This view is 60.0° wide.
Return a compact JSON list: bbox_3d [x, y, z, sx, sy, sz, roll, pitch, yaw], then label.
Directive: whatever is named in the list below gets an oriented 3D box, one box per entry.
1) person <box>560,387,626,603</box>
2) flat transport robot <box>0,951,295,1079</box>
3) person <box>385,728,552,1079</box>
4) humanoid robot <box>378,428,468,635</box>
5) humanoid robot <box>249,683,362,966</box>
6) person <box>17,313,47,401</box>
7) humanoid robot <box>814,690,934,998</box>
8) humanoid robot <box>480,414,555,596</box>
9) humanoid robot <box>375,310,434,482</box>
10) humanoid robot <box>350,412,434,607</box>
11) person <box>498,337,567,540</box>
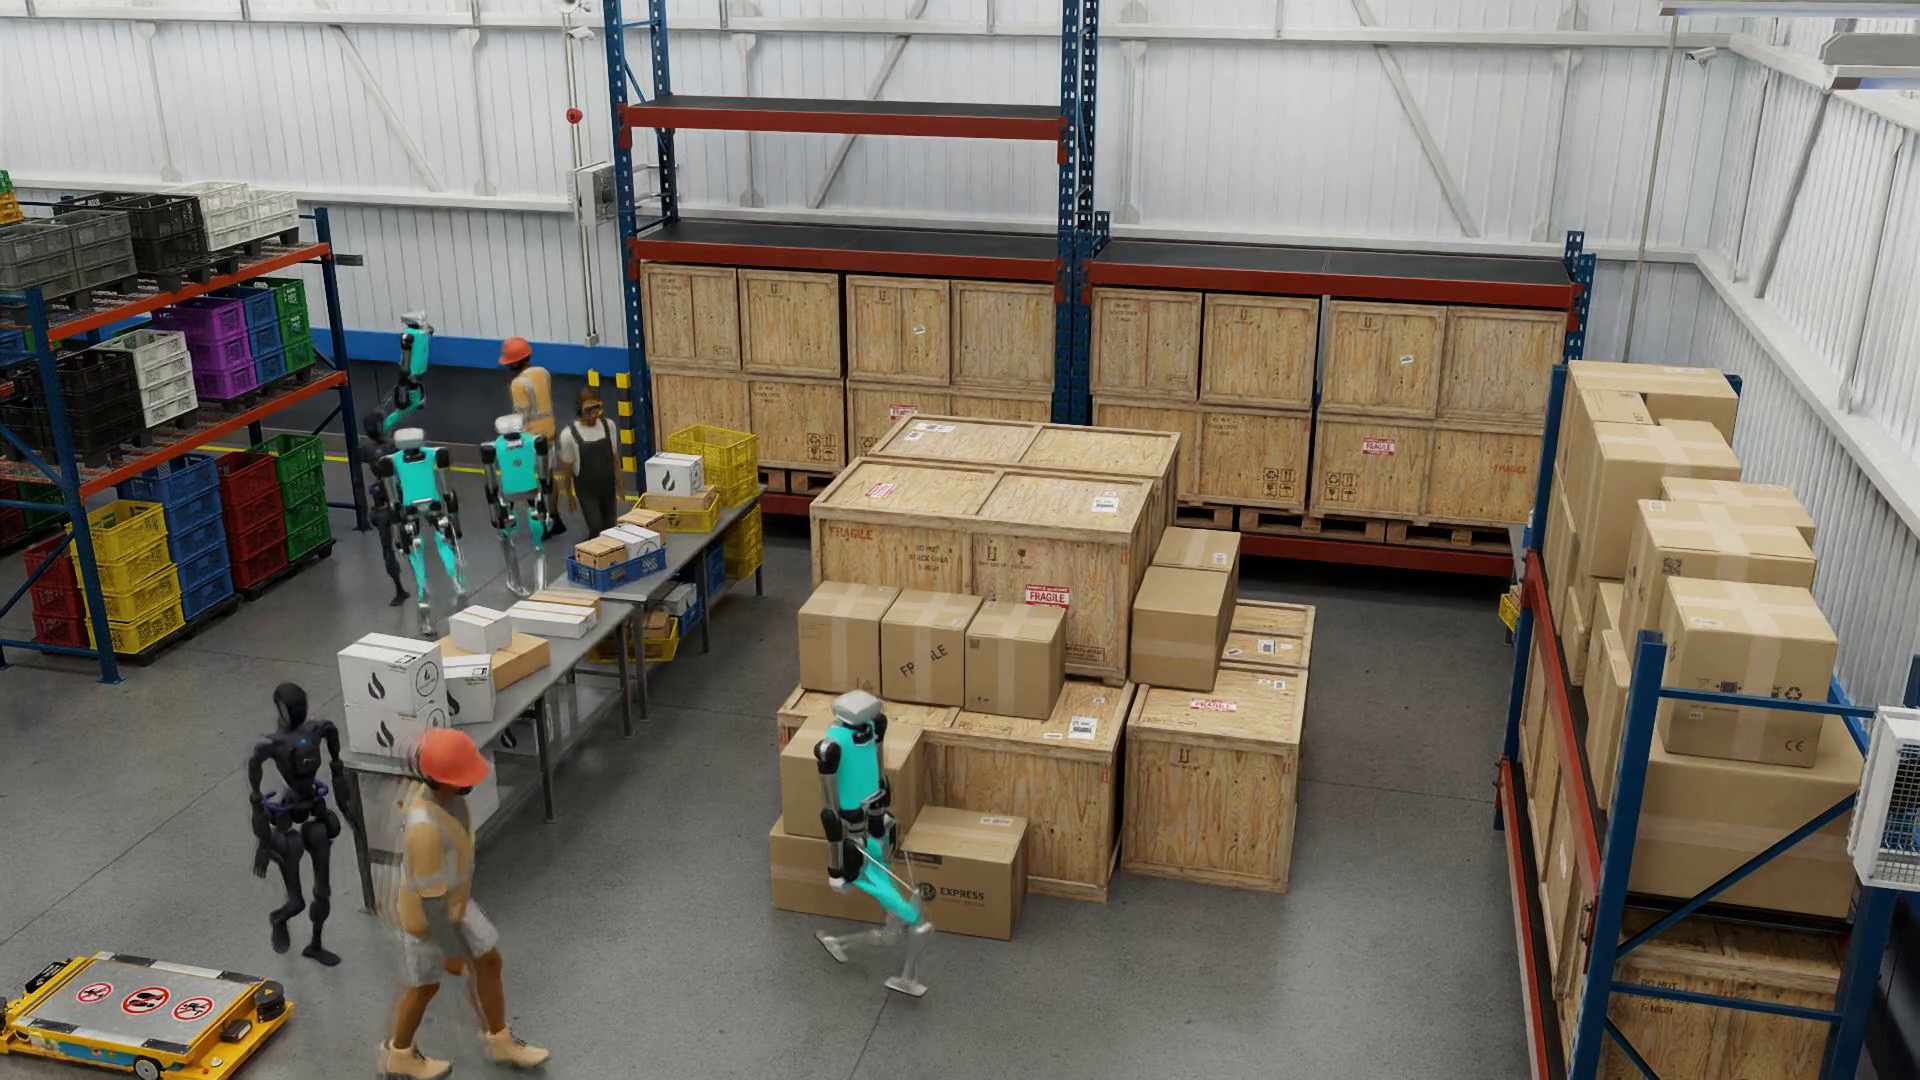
[{"bbox_3d":[-3.087,-0.420,13.978,0.513,1.822,0.796,-18,28,-39],"label":"person"},{"bbox_3d":[-4.270,2.464,8.601,1.431,0.231,0.659,5,22,13],"label":"flat transport robot"},{"bbox_3d":[-2.443,1.778,7.982,0.937,1.987,0.624,1,21,4],"label":"person"},{"bbox_3d":[-4.120,0.053,12.905,0.573,1.780,0.901,-9,23,-22],"label":"humanoid robot"},{"bbox_3d":[-3.619,1.535,9.078,0.448,1.644,0.612,15,26,34],"label":"humanoid robot"},{"bbox_3d":[-10.023,-1.936,17.921,0.566,1.835,0.384,-6,22,-15],"label":"person"},{"bbox_3d":[-0.399,1.642,8.686,1.009,1.737,0.553,12,24,29],"label":"humanoid robot"},{"bbox_3d":[-3.656,-0.263,13.741,0.539,1.765,0.982,-9,23,-21],"label":"humanoid robot"},{"bbox_3d":[-5.696,-1.433,16.745,0.848,1.776,0.616,3,21,9],"label":"humanoid robot"},{"bbox_3d":[-4.709,-0.299,13.924,0.631,1.648,0.673,0,21,0],"label":"humanoid robot"},{"bbox_3d":[-3.842,-0.954,15.252,0.472,1.915,0.728,7,22,18],"label":"person"}]
